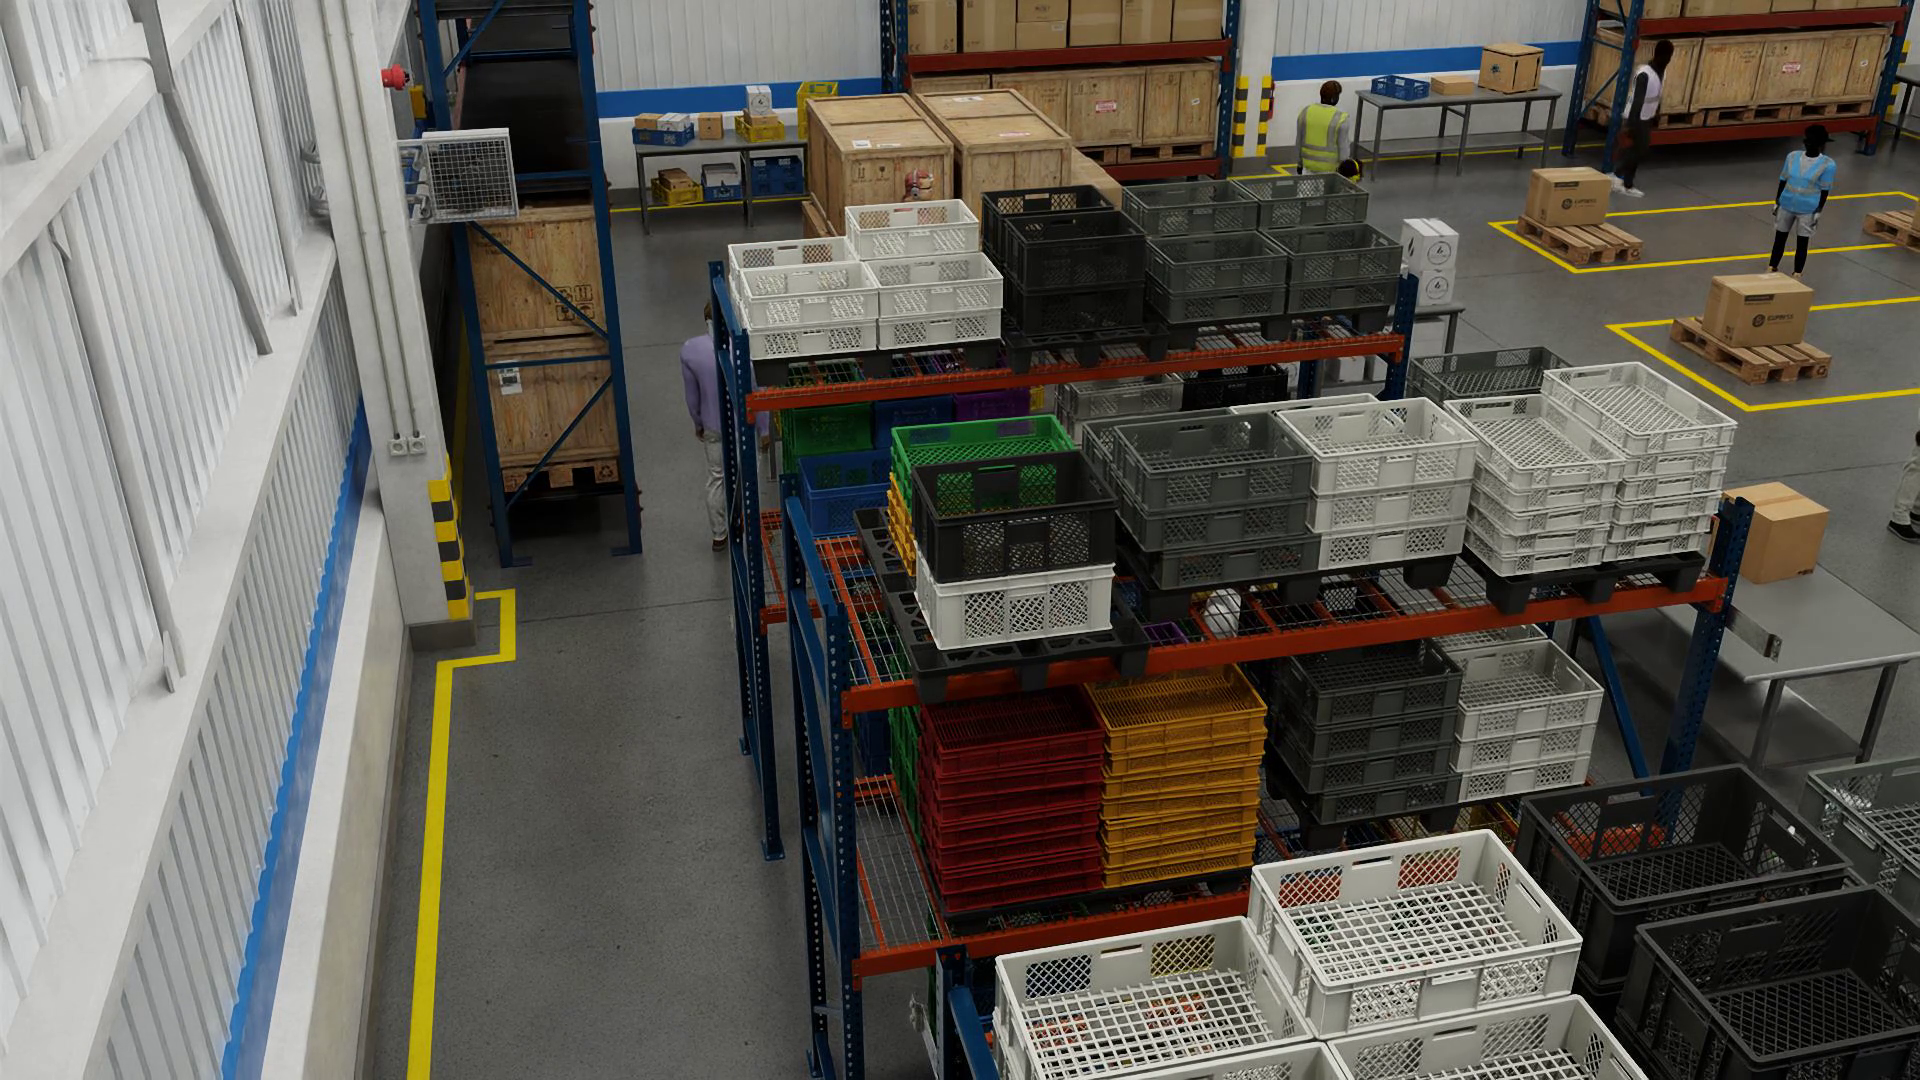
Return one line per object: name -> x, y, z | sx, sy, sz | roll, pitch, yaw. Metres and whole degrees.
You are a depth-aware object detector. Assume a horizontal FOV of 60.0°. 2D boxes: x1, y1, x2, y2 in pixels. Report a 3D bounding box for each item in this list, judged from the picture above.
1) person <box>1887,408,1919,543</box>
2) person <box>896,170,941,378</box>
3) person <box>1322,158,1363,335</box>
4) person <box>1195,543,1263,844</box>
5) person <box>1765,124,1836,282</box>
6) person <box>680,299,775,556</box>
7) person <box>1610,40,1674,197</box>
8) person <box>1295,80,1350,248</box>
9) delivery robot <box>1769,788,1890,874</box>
person -> 7.149, -0.873, 12.015 | 0.592, 1.829, 0.404 | -13, 31, -24
person -> -0.363, -2.315, 14.667 | 0.408, 1.909, 0.638 | -1, 28, -3
person -> 3.416, -2.555, 15.197 | 0.433, 1.844, 0.515 | -18, 33, -30
person -> 1.417, 0.804, 8.775 | 0.354, 1.883, 0.572 | 10, 29, 19
person -> 8.524, -3.376, 16.903 | 0.318, 1.697, 0.535 | -21, 34, -35
person -> -1.626, -0.805, 11.769 | 0.631, 1.940, 0.372 | 8, 29, 15
person -> 8.128, -4.994, 19.769 | 0.453, 1.885, 0.713 | 22, 35, 36
person -> 3.929, -4.047, 18.023 | 0.633, 1.841, 0.429 | 23, 35, 36
delivery robot -> 4.531, 1.564, 8.650 | 0.707, 0.478, 0.477 | -24, 36, -37
